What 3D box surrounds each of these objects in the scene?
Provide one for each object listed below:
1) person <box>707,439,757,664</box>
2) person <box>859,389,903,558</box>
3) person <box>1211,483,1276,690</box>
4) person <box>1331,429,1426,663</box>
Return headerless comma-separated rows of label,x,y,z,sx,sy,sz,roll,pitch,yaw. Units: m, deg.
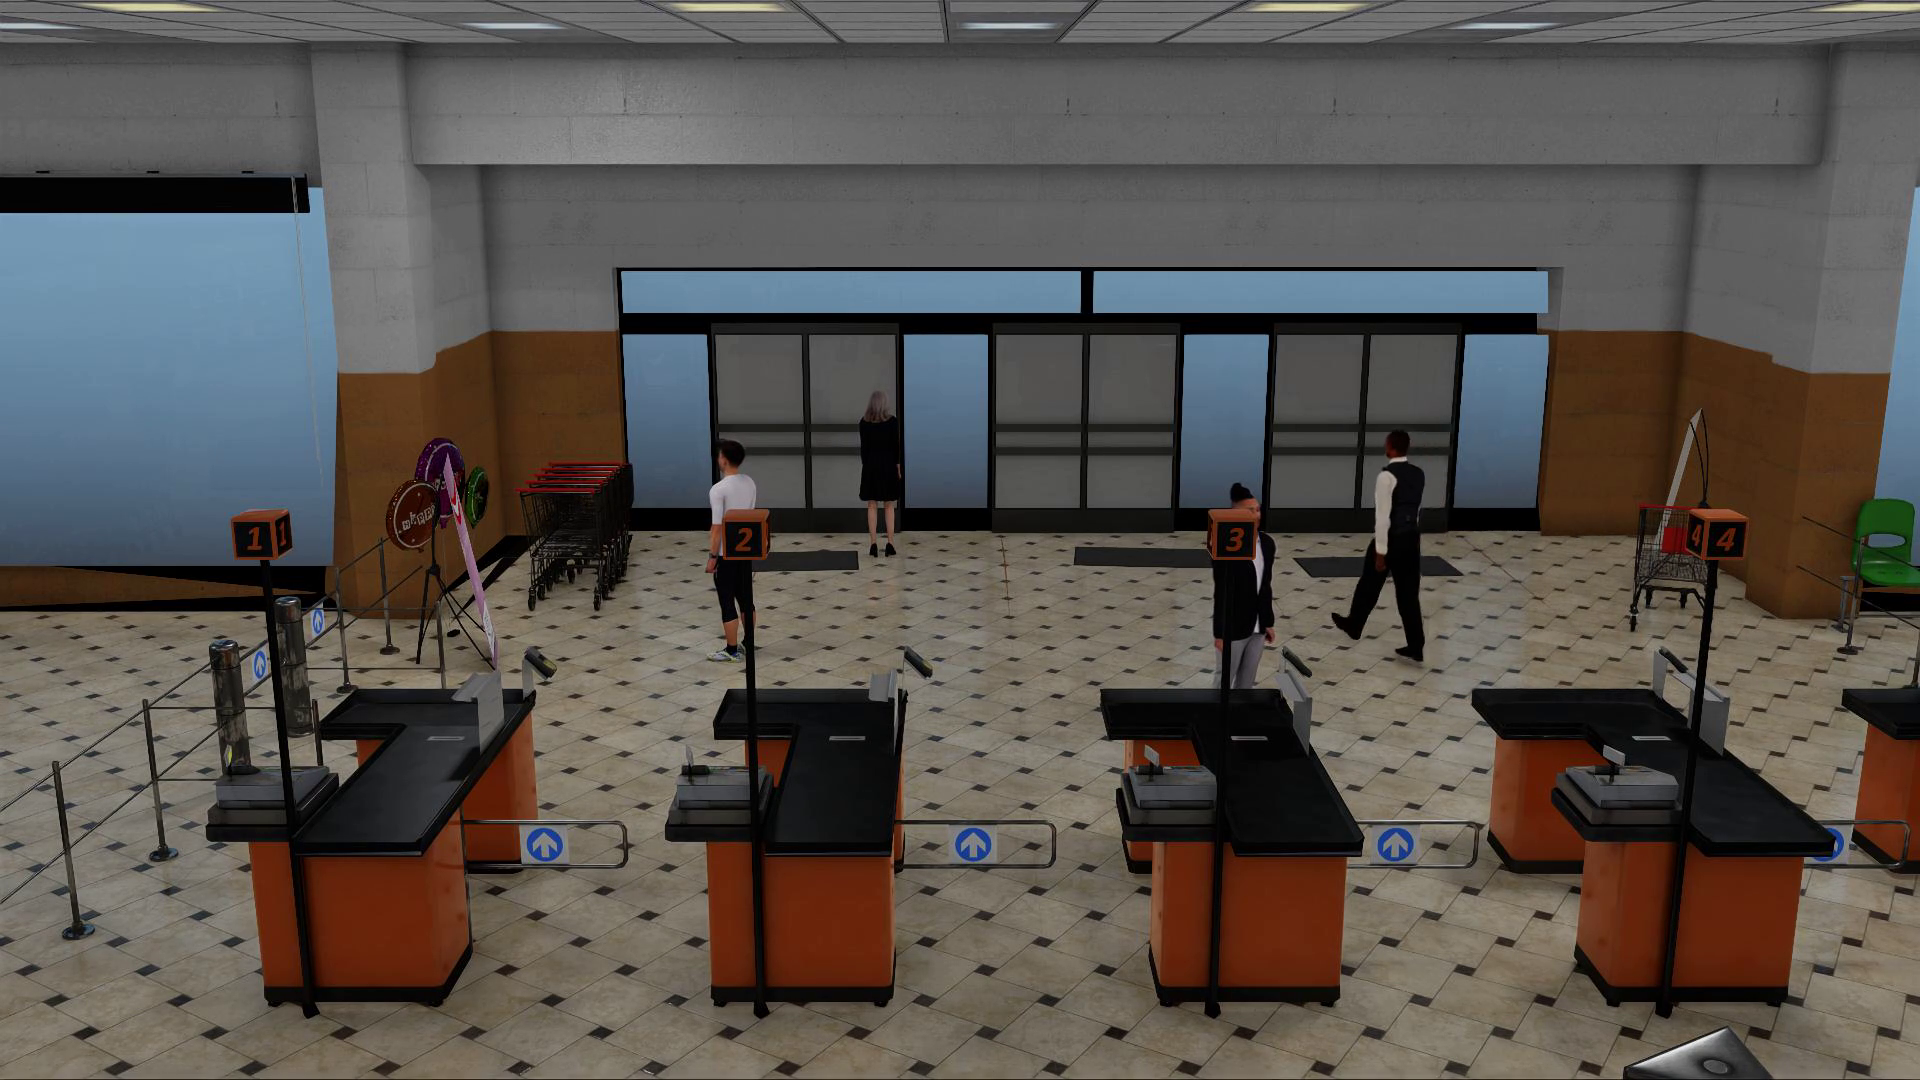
person,-1.868,0.081,13.677,0.823,1.853,0.708,9,16,32
person,-0.818,-0.695,17.101,0.586,1.747,0.544,0,14,0
person,1.935,0.557,11.513,0.799,1.948,0.813,-9,16,-33
person,3.637,0.085,13.640,1.125,1.863,1.363,-7,16,-28
